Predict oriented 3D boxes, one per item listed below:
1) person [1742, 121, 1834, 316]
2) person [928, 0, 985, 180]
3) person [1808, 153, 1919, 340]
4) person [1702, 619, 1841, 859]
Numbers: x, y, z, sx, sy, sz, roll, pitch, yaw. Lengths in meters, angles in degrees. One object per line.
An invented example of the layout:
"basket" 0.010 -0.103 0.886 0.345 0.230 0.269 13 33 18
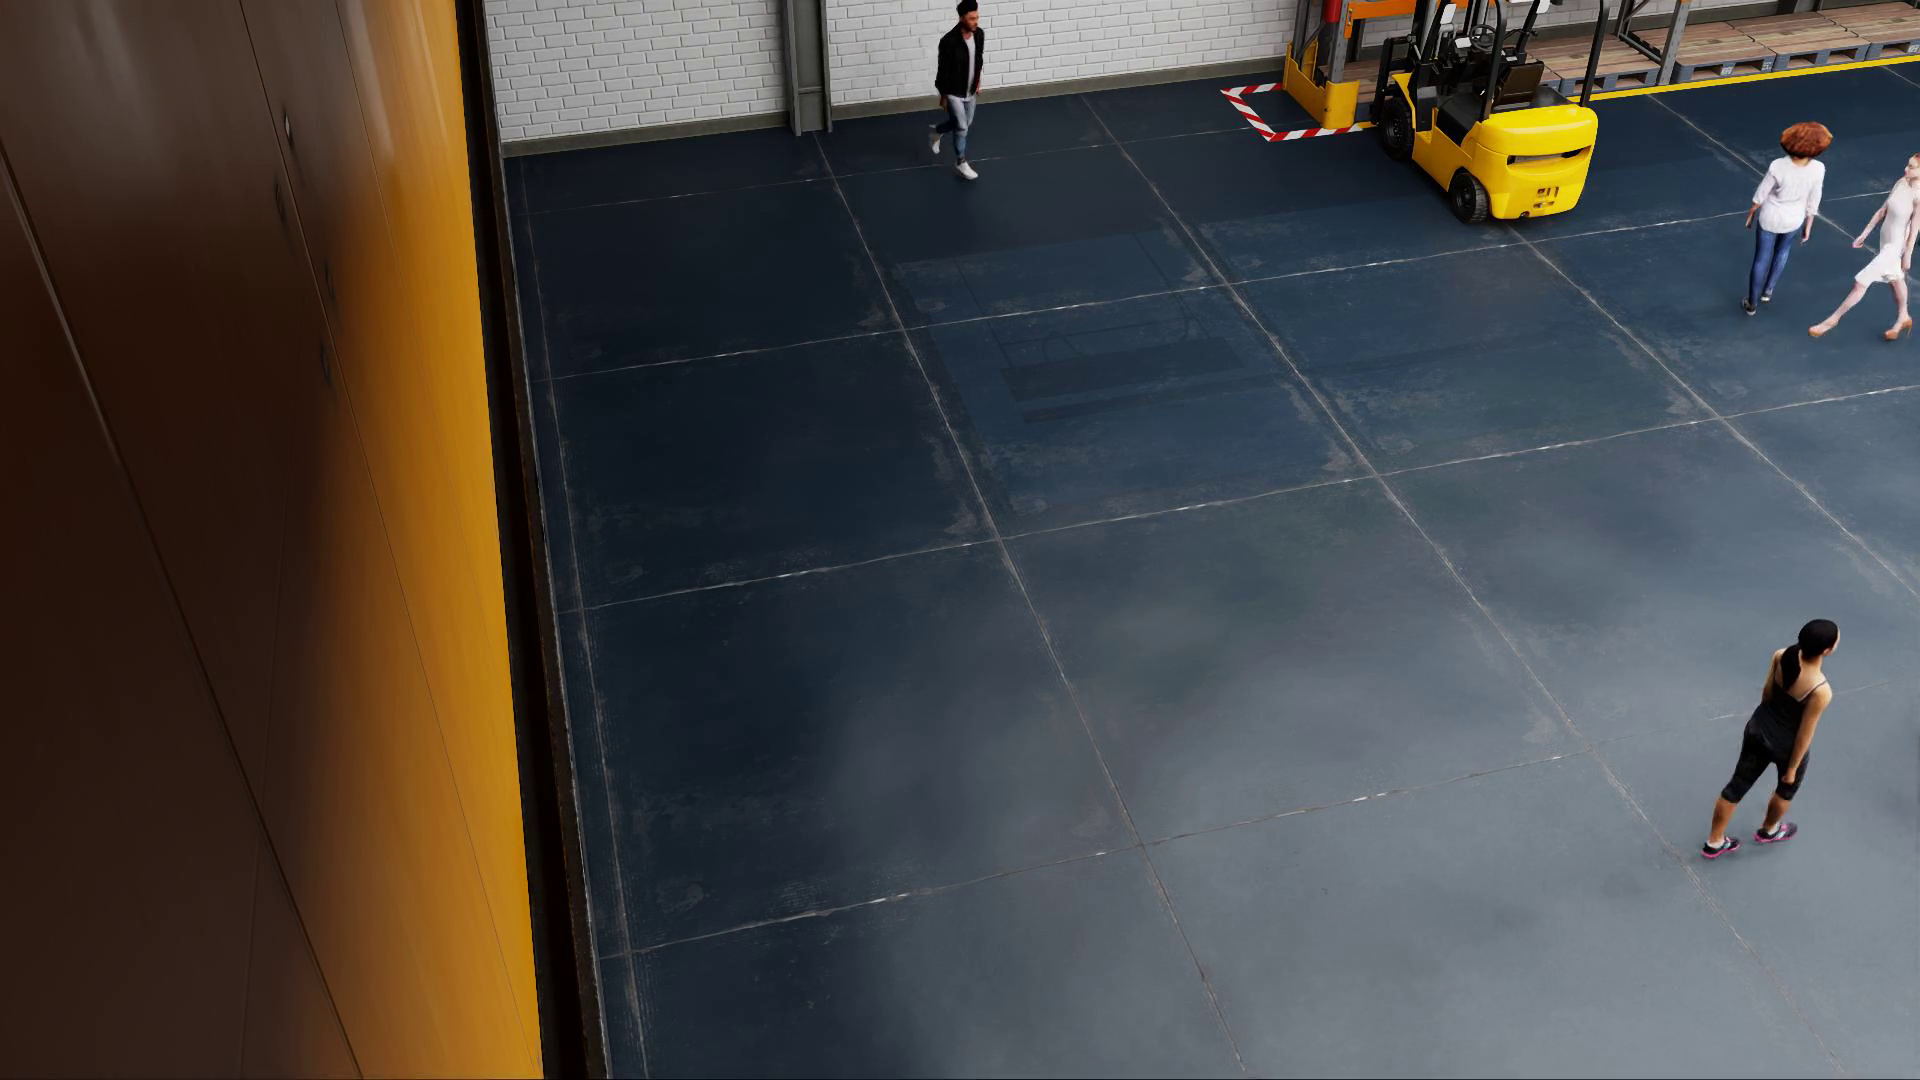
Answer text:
"person" 6.956 -2.681 14.062 0.826 1.702 0.891 10 40 12
"person" -0.092 -4.424 16.200 1.080 1.759 1.052 -31 48 -33
"person" 7.737 -2.371 13.645 1.138 1.739 0.802 2 39 2
"person" 4.456 1.148 9.259 0.864 1.713 0.641 -13 41 -16
